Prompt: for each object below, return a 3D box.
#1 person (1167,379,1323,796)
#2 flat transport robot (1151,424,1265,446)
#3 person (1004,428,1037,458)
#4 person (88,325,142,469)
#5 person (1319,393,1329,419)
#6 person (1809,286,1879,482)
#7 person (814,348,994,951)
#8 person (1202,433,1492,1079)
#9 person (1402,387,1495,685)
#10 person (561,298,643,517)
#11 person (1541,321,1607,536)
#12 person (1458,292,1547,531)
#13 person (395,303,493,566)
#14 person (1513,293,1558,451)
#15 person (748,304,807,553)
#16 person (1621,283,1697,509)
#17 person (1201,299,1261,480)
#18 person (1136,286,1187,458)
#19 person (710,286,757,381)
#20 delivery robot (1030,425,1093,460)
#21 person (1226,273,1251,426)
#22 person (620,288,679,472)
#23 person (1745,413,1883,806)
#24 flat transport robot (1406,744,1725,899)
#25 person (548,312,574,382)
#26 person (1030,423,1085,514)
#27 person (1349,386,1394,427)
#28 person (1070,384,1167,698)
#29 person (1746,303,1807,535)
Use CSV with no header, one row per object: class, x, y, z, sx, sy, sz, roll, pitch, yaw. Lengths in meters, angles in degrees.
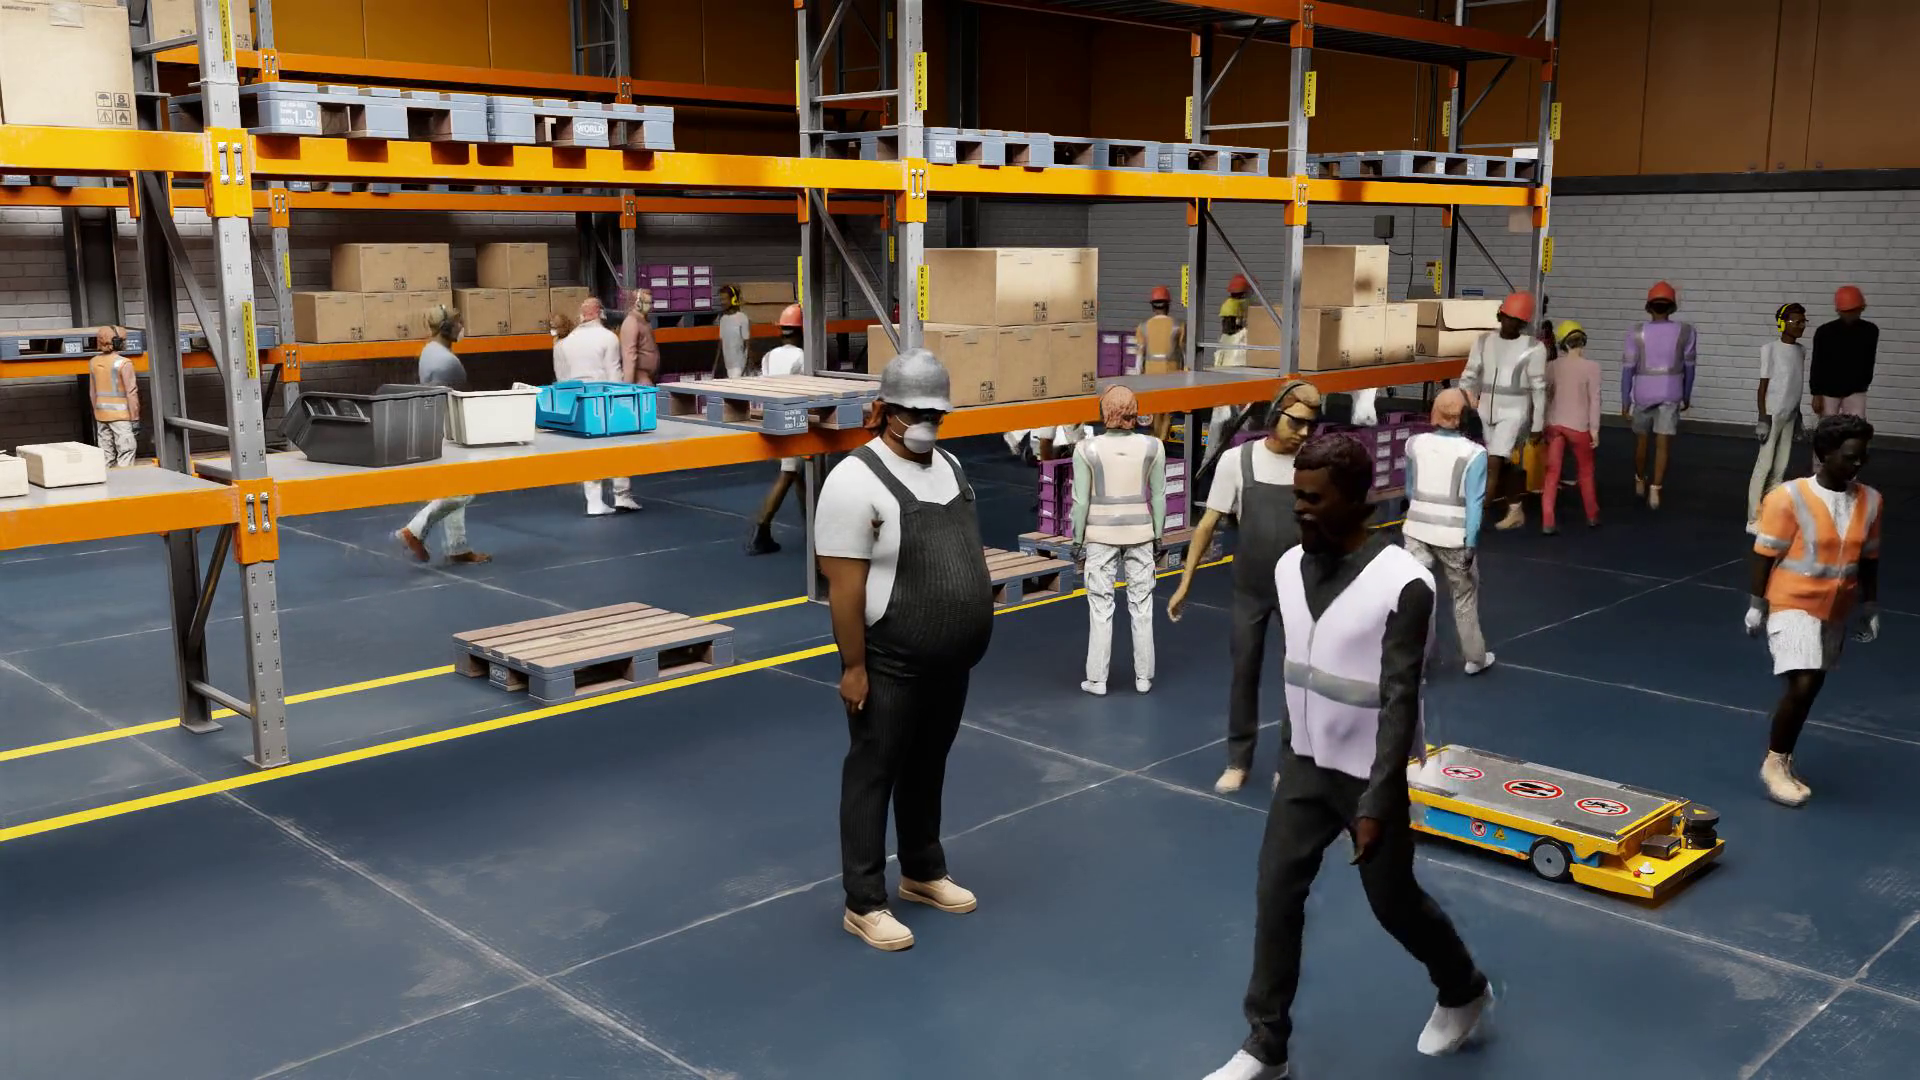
person,1.234,0.229,6.998,0.683,1.815,0.600,2,11,13
flat transport robot,2.933,-1.176,18.884,0.652,0.197,1.431,-10,15,-44
person,0.843,-1.740,17.603,0.627,1.870,0.590,1,10,5
person,-7.267,-1.027,14.335,0.515,1.641,0.315,5,11,24
person,3.414,-1.358,16.258,0.807,1.598,0.501,-7,13,-35
person,8.137,-1.373,15.374,0.638,1.942,0.735,1,10,3
person,-0.142,0.356,5.703,0.536,2.000,0.688,7,13,35
person,1.147,0.624,4.703,0.927,1.881,0.594,-6,12,-32
person,2.622,-0.014,8.926,0.514,1.600,0.808,10,14,43
person,-3.088,-1.141,14.348,0.703,1.868,0.617,6,12,30
person,4.979,-0.903,13.450,0.868,1.708,0.561,-10,14,-43
person,4.306,-0.985,13.244,1.083,1.963,0.644,-9,13,-39
person,-3.747,-0.735,11.981,0.584,1.923,0.632,-5,11,-25
person,6.375,-1.877,18.596,0.984,1.793,0.620,-2,11,-9
person,-1.308,-0.859,12.789,0.564,1.893,1.008,9,14,41
person,6.253,-1.302,14.924,0.616,2.009,0.907,4,11,21
person,2.745,-1.489,16.477,0.926,1.789,0.600,-7,12,-32
person,2.061,-1.668,17.183,0.566,1.894,0.902,4,11,22
person,-2.616,-1.899,18.540,0.877,1.832,0.569,-8,13,-39
delivery robot,1.056,-1.063,17.238,0.477,0.478,0.707,10,14,43
person,3.272,-2.187,19.779,0.432,1.957,0.653,1,10,8
person,-3.125,-1.611,16.920,0.951,1.867,0.646,-1,10,-5
person,3.597,0.297,6.972,0.549,1.675,0.457,-3,11,-14
flat transport robot,2.201,1.069,6.644,0.652,0.197,1.431,-10,14,-44
person,-4.140,-1.599,17.509,0.390,1.610,0.567,-6,12,-31
person,0.929,-1.202,14.600,0.555,1.902,0.896,8,13,36
person,4.190,-1.664,17.444,0.988,1.779,0.699,-6,12,-28
person,0.824,0.011,8.676,0.514,1.642,0.310,-1,10,-8
person,6.600,-0.963,13.356,0.521,1.874,0.327,-5,12,-27
